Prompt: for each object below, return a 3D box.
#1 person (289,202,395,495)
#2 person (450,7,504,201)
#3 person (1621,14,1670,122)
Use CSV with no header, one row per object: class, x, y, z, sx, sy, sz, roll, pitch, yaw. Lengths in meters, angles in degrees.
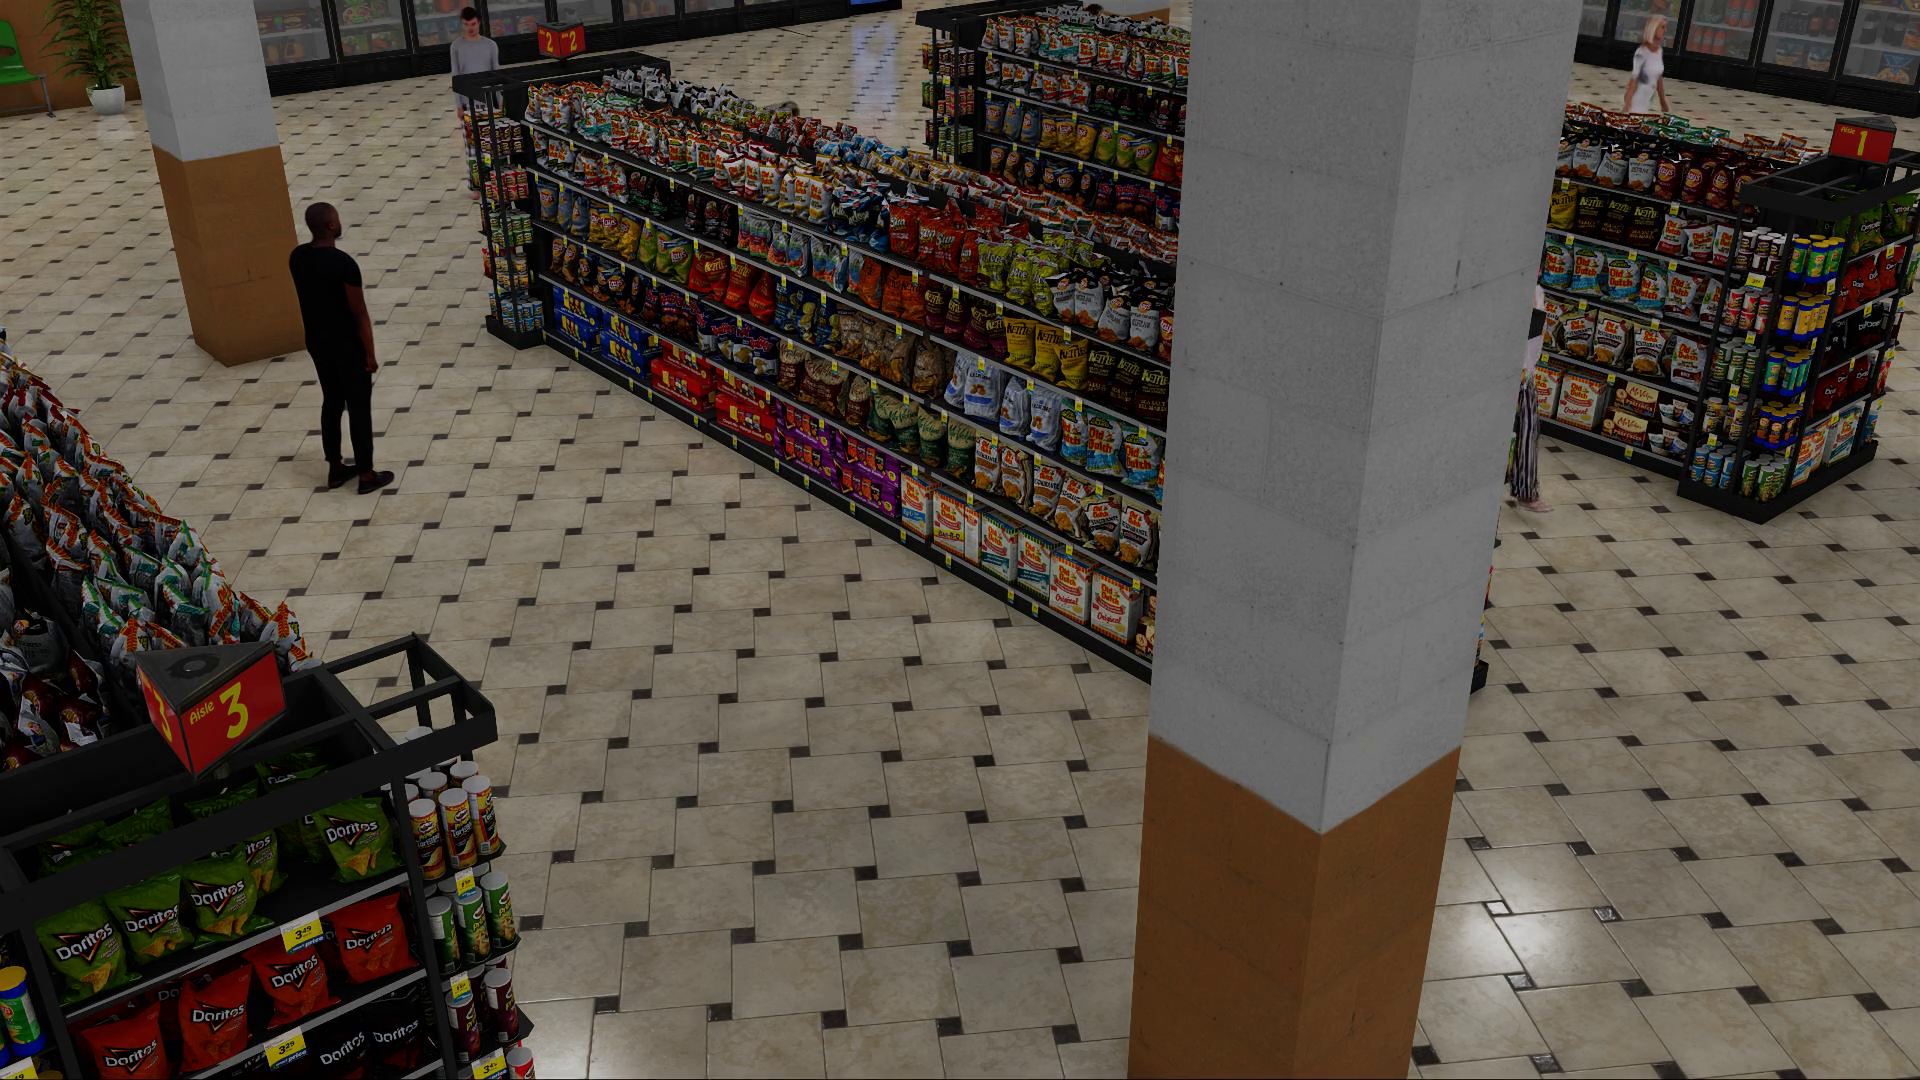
person,-3.839,-1.176,10.255,0.660,1.813,0.806,11,29,21
person,-4.740,-4.307,16.395,0.699,1.845,0.682,-7,28,-13
person,6.730,-4.377,16.698,1.118,1.694,0.661,22,34,37
